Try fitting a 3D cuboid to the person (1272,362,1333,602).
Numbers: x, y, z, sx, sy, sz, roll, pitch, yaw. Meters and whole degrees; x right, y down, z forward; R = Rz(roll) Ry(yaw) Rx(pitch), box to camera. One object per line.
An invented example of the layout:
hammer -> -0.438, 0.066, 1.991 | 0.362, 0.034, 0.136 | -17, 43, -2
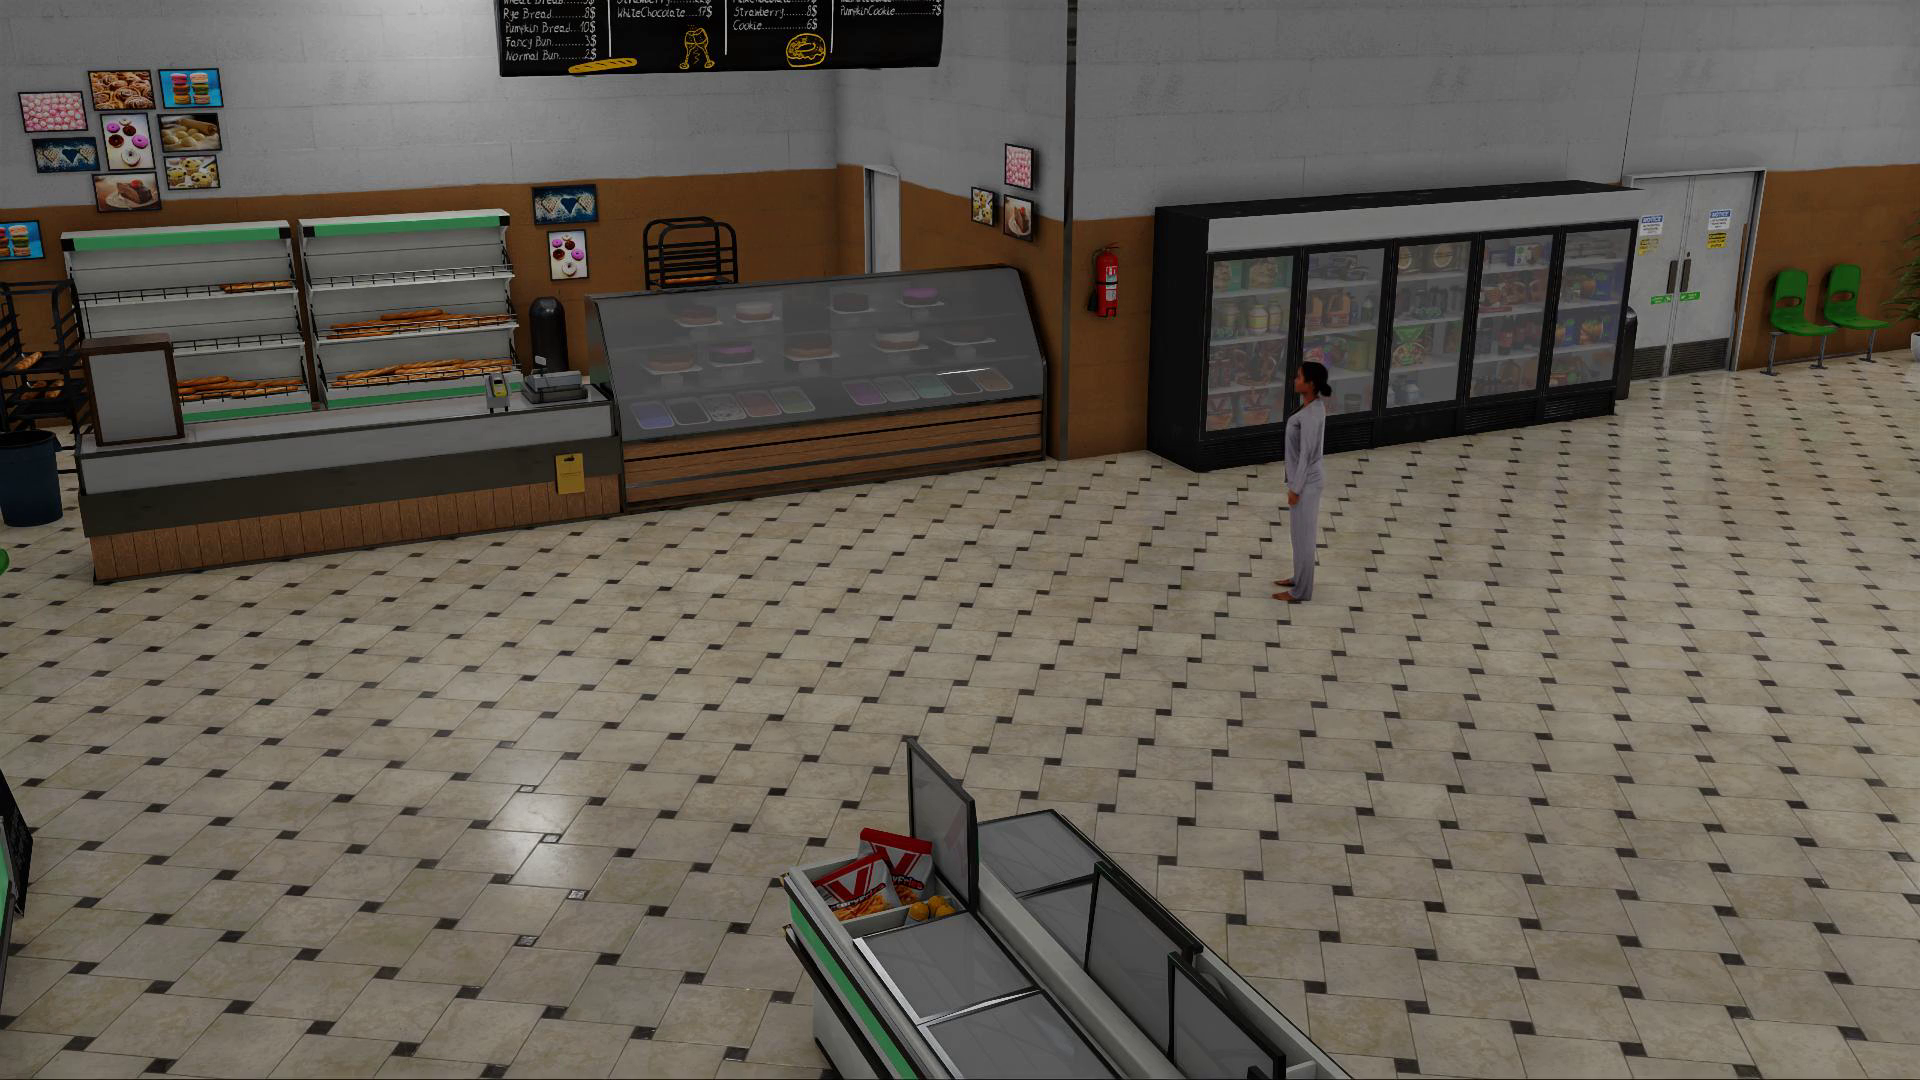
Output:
person -> 2.480, -0.432, 11.937 | 0.773, 1.737, 0.687 | 4, 19, 13
